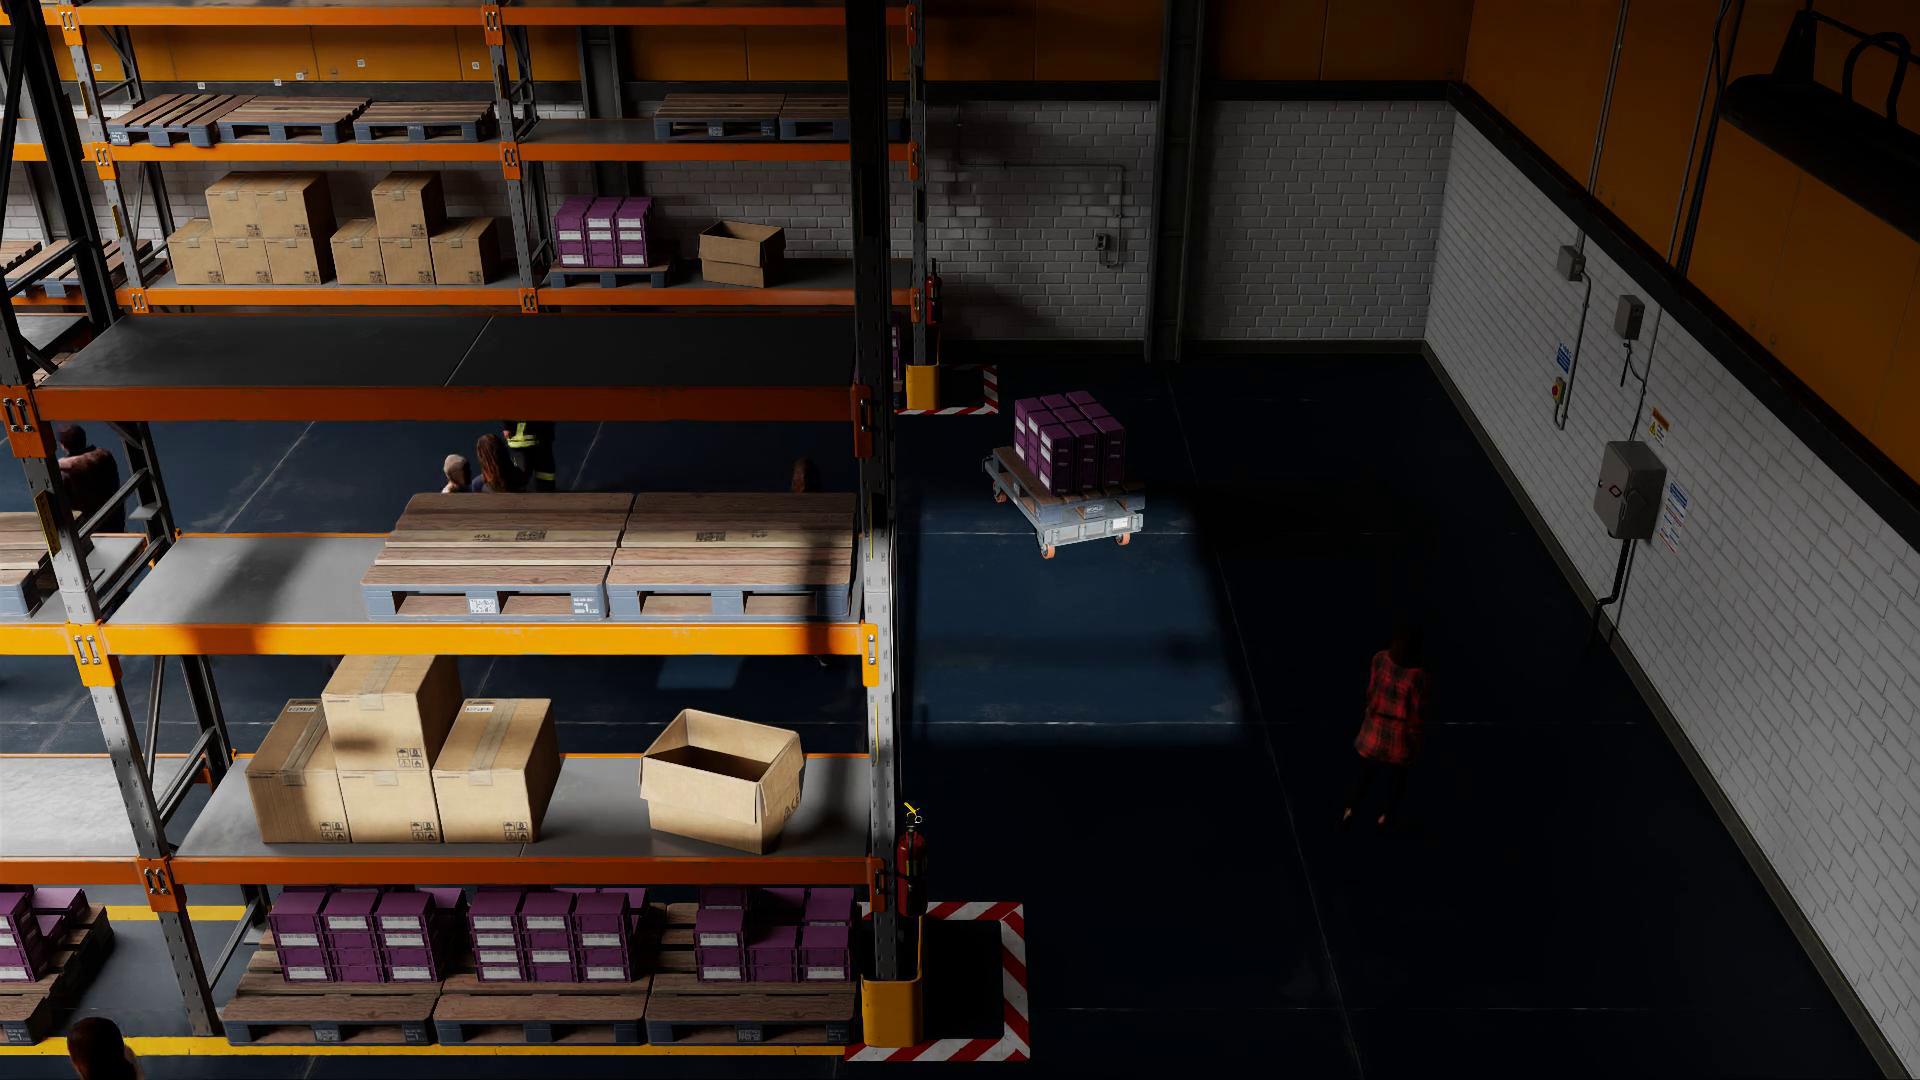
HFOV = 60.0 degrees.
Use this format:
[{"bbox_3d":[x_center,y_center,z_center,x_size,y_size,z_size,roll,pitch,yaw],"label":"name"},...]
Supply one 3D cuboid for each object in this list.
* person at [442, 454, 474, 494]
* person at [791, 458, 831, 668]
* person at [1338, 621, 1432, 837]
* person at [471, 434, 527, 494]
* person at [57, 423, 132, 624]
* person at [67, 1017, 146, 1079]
[{"bbox_3d":[-4.040,0.088,13.123,1.125,1.653,0.734,1,29,3],"label":"person"},{"bbox_3d":[-1.121,0.215,12.811,0.829,1.729,0.862,-16,33,-27],"label":"person"},{"bbox_3d":[2.777,1.289,10.891,0.927,1.684,0.972,24,37,37],"label":"person"},{"bbox_3d":[-3.629,-0.042,13.282,0.675,1.729,0.749,-22,36,-35],"label":"person"},{"bbox_3d":[-6.799,-0.045,13.183,1.067,1.829,0.947,11,30,19],"label":"person"},{"bbox_3d":[-3.790,2.908,7.829,0.840,1.773,0.636,-2,29,-4],"label":"person"}]
